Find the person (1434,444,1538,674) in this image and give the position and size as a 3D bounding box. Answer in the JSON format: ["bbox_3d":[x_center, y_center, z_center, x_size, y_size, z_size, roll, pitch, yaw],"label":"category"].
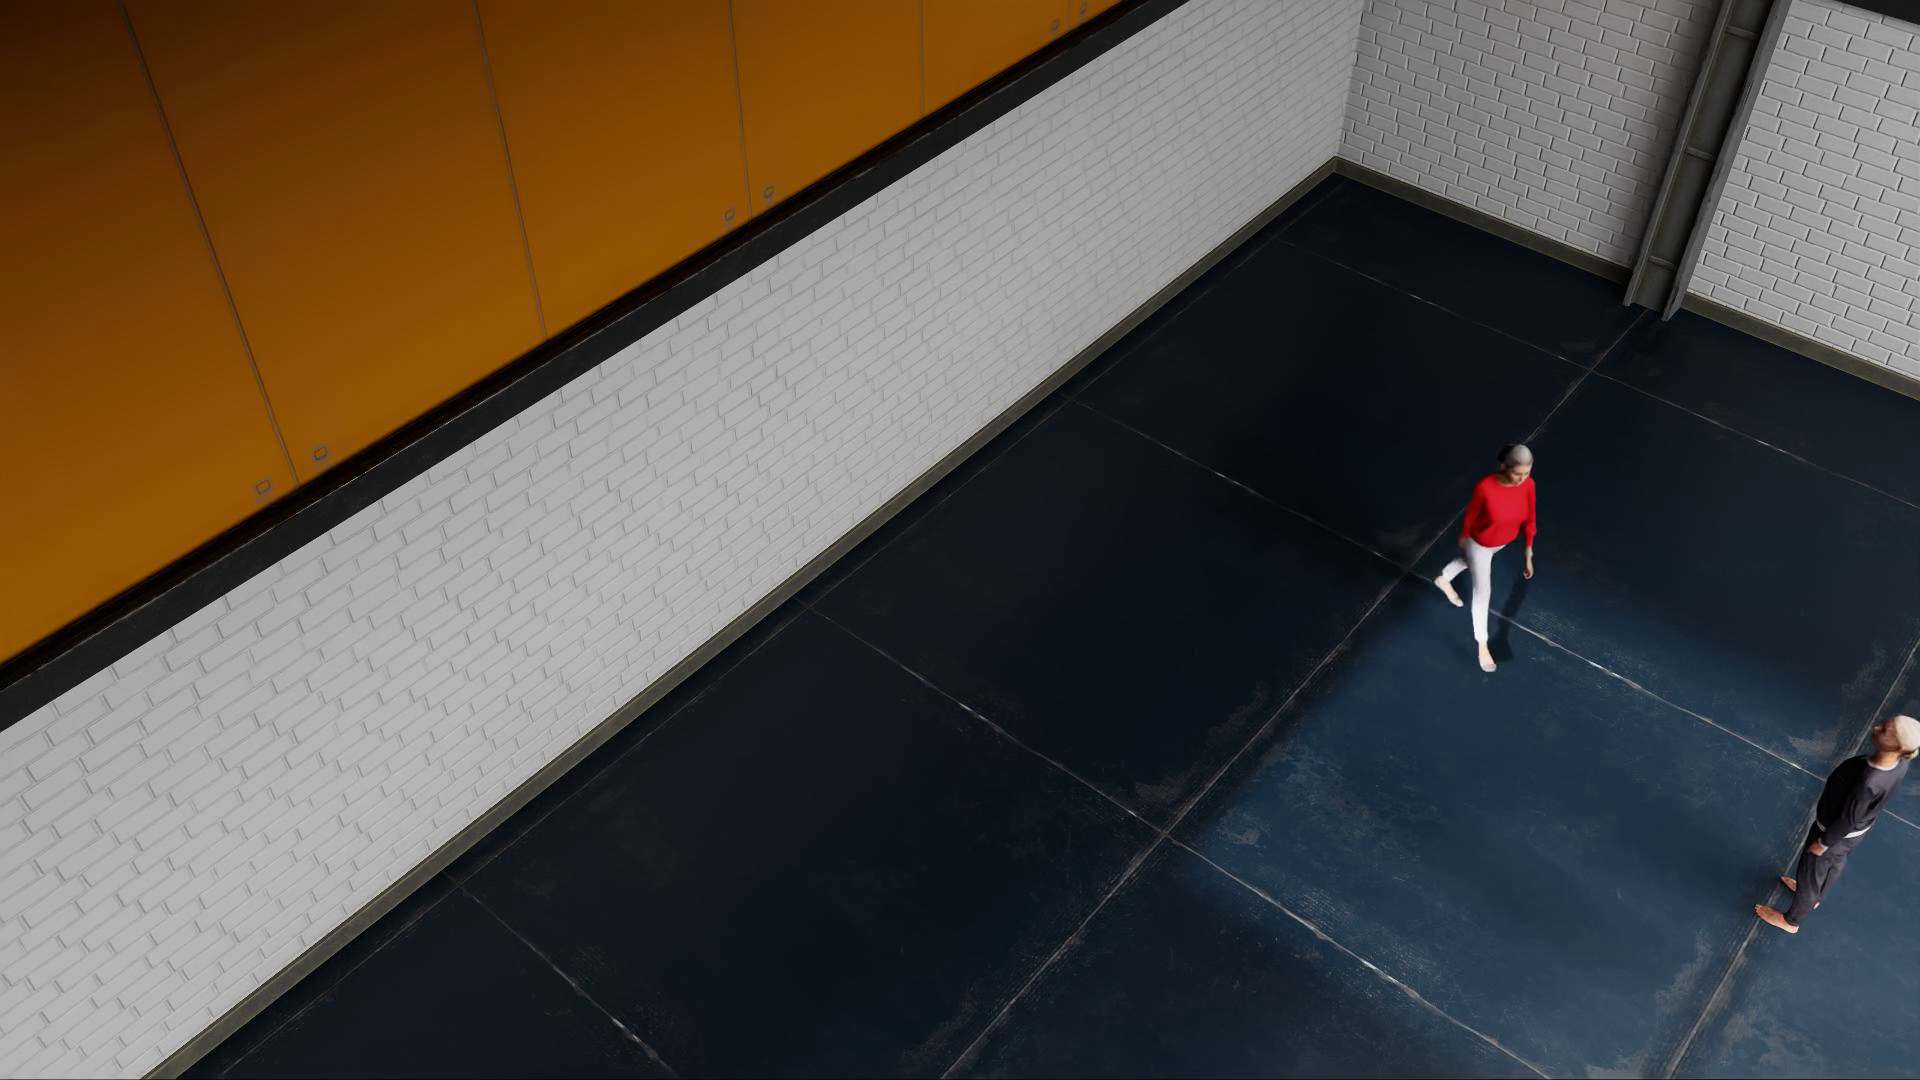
[{"bbox_3d":[3.409,-0.037,10.869,1.049,1.636,1.184,-9,44,-9],"label":"person"}]

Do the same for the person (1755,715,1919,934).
[{"bbox_3d":[4.867,1.547,9.143,0.647,1.724,0.567,-30,51,-28],"label":"person"}]
